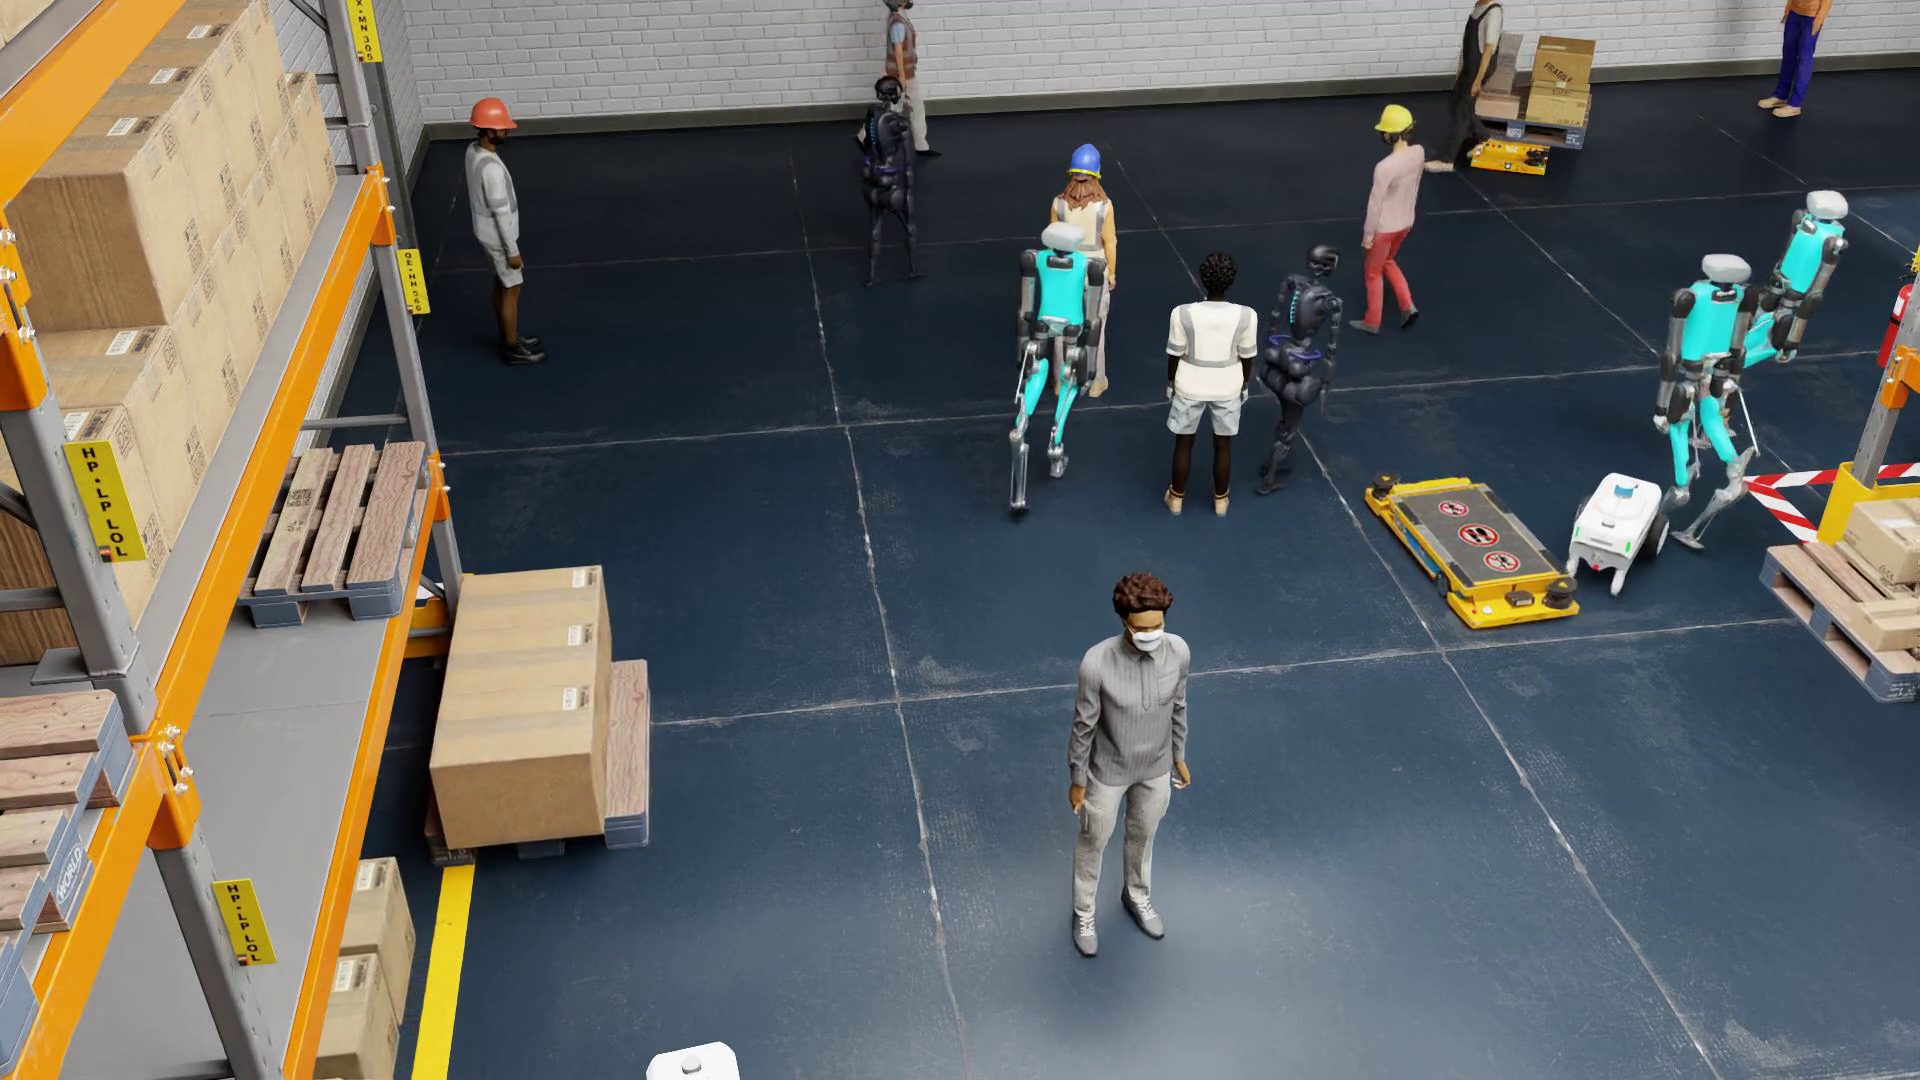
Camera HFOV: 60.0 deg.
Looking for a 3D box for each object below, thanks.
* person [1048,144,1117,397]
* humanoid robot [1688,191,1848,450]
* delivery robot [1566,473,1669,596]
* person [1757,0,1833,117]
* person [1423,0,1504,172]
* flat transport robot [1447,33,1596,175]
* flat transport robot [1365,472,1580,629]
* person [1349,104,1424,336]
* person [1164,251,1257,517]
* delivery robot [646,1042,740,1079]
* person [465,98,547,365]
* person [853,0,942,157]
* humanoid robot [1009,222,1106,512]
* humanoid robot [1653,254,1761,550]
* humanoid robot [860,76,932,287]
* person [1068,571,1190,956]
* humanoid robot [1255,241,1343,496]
[{"bbox_3d":[0.815,-1.800,11.228,0.470,1.778,0.310,5,34,8],"label":"person"},{"bbox_3d":[4.997,-1.355,10.602,0.823,1.785,0.545,-1,33,-1],"label":"humanoid robot"},{"bbox_3d":[3.830,-0.081,9.720,0.499,0.599,0.797,20,38,27],"label":"delivery robot"},{"bbox_3d":[8.219,-5.134,16.168,0.406,1.974,0.513,-9,34,-13],"label":"person"},{"bbox_3d":[4.575,-4.179,14.827,0.625,1.828,0.543,-1,33,-1],"label":"person"},{"bbox_3d":[5.227,-3.789,15.658,0.659,0.231,1.431,12,35,17],"label":"flat transport robot"},{"bbox_3d":[2.999,0.019,9.823,0.659,0.231,1.431,-7,34,-11],"label":"flat transport robot"},{"bbox_3d":[3.113,-2.267,11.968,0.539,1.743,0.436,-24,40,-32],"label":"person"},{"bbox_3d":[1.481,-0.908,9.944,0.534,1.693,0.320,2,33,3],"label":"person"},{"bbox_3d":[-0.938,2.258,6.128,0.499,0.592,0.774,-9,34,-13],"label":"delivery robot"},{"bbox_3d":[-3.184,-2.137,11.619,0.387,1.924,0.547,-16,36,-23],"label":"person"},{"bbox_3d":[-0.586,-4.275,15.126,0.778,1.657,0.447,3,33,5],"label":"person"},{"bbox_3d":[0.510,-0.937,9.996,0.530,1.768,1.039,10,34,15],"label":"humanoid robot"},{"bbox_3d":[4.345,-0.699,9.595,0.535,1.783,0.783,-6,34,-10],"label":"humanoid robot"},{"bbox_3d":[-0.542,-2.771,12.823,0.550,1.642,0.589,-25,41,-33],"label":"humanoid robot"},{"bbox_3d":[0.697,0.919,6.955,0.547,1.896,0.374,-10,35,-15],"label":"person"},{"bbox_3d":[2.033,-1.047,10.174,0.424,1.632,0.605,-20,38,-28],"label":"humanoid robot"}]
